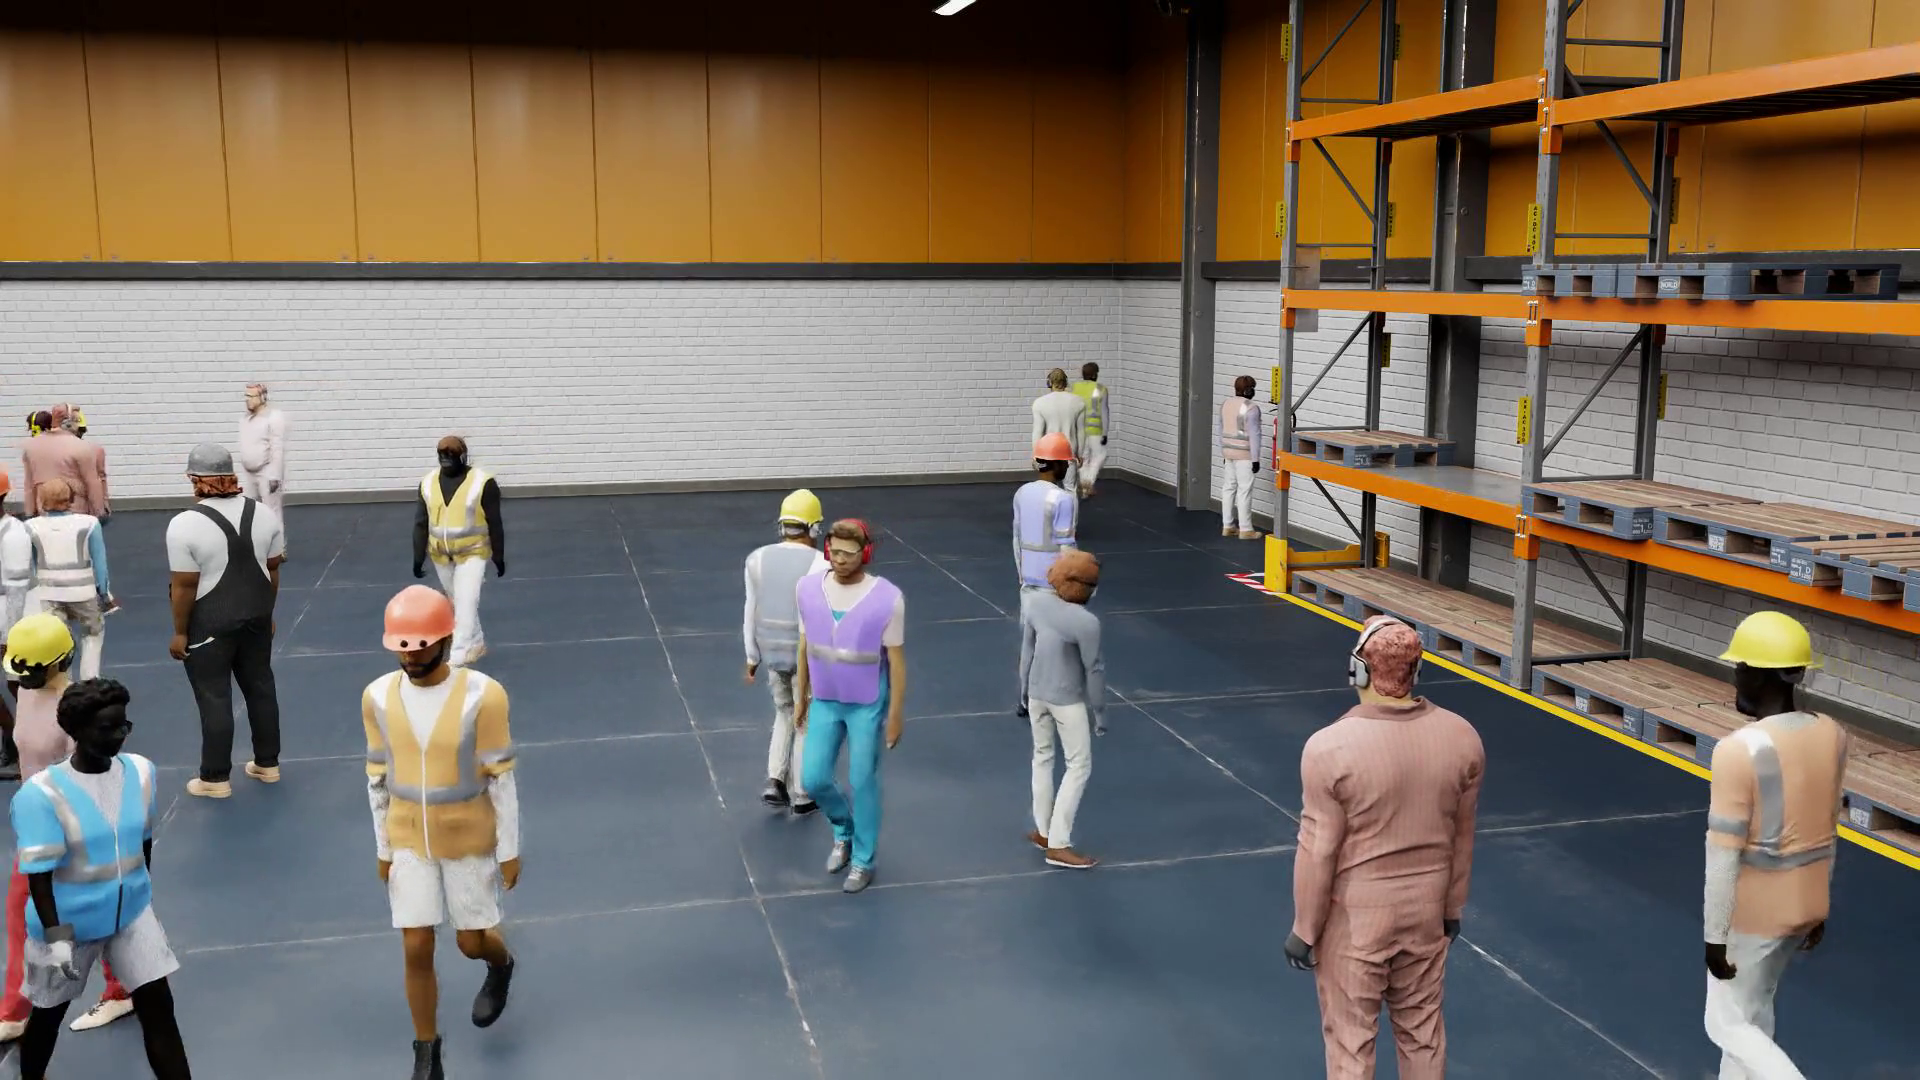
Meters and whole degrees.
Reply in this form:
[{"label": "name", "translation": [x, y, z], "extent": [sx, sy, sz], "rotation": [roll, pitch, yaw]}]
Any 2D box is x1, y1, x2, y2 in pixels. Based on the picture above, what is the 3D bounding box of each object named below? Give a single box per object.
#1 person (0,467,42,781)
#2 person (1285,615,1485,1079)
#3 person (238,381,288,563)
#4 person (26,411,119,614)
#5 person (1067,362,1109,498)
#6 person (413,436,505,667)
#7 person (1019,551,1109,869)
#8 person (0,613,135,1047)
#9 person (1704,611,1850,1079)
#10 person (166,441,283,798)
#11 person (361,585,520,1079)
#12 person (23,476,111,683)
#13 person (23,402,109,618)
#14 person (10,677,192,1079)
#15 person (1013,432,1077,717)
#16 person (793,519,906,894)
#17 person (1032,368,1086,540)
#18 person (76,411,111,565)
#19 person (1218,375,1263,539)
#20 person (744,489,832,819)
[{"label": "person", "translation": [-5.571, 0.487, 9.676], "extent": [0.584, 1.911, 0.493], "rotation": [8, 12, 41]}, {"label": "person", "translation": [1.333, 1.185, 5.342], "extent": [0.638, 1.909, 0.408], "rotation": [-3, 10, -19]}, {"label": "person", "translation": [-7.122, -0.667, 16.945], "extent": [0.648, 1.890, 0.446], "rotation": [4, 10, 24]}, {"label": "person", "translation": [-7.823, -0.227, 14.498], "extent": [0.998, 1.813, 0.525], "rotation": [0, 9, 3]}, {"label": "person", "translation": [1.698, -1.439, 21.964], "extent": [0.637, 1.825, 0.461], "rotation": [6, 11, 33]}, {"label": "person", "translation": [-3.752, 0.112, 12.416], "extent": [0.652, 1.789, 0.979], "rotation": [2, 9, 12]}, {"label": "person", "translation": [0.517, 0.843, 8.439], "extent": [0.374, 1.599, 0.622], "rotation": [-8, 12, -42]}, {"label": "person", "translation": [-3.522, 1.116, 6.348], "extent": [0.589, 1.713, 0.747], "rotation": [6, 11, 34]}, {"label": "person", "translation": [2.657, 1.186, 5.356], "extent": [0.592, 1.906, 0.721], "rotation": [-5, 10, -28]}, {"label": "person", "translation": [-4.262, 0.443, 9.557], "extent": [0.535, 2.000, 0.673], "rotation": [6, 11, 32]}, {"label": "person", "translation": [-1.870, 1.061, 6.138], "extent": [0.552, 1.907, 0.721], "rotation": [1, 9, 4]}, {"label": "person", "translation": [-6.009, 0.383, 11.190], "extent": [0.536, 1.626, 0.371], "rotation": [-3, 10, -19]}, {"label": "person", "translation": [-7.700, -0.252, 14.409], "extent": [0.642, 1.879, 0.663], "rotation": [3, 10, 18]}, {"label": "person", "translation": [-2.919, 1.271, 5.615], "extent": [0.895, 1.658, 0.542], "rotation": [5, 10, 28]}, {"label": "person", "translation": [0.598, 0.249, 11.088], "extent": [0.376, 1.935, 0.550], "rotation": [-7, 11, -37]}, {"label": "person", "translation": [-0.535, 0.794, 8.024], "extent": [0.595, 1.826, 0.443], "rotation": [3, 10, 21]}, {"label": "person", "translation": [1.098, -0.944, 18.549], "extent": [0.627, 1.935, 0.372], "rotation": [-2, 9, -13]}, {"label": "person", "translation": [-8.001, -0.312, 15.127], "extent": [0.326, 1.767, 0.533], "rotation": [8, 12, 40]}, {"label": "person", "translation": [3.186, -0.937, 18.788], "extent": [0.430, 1.843, 0.625], "rotation": [-5, 10, -29]}, {"label": "person", "translation": [-0.872, 0.630, 9.071], "extent": [0.620, 1.819, 0.426], "rotation": [4, 10, 24]}]
